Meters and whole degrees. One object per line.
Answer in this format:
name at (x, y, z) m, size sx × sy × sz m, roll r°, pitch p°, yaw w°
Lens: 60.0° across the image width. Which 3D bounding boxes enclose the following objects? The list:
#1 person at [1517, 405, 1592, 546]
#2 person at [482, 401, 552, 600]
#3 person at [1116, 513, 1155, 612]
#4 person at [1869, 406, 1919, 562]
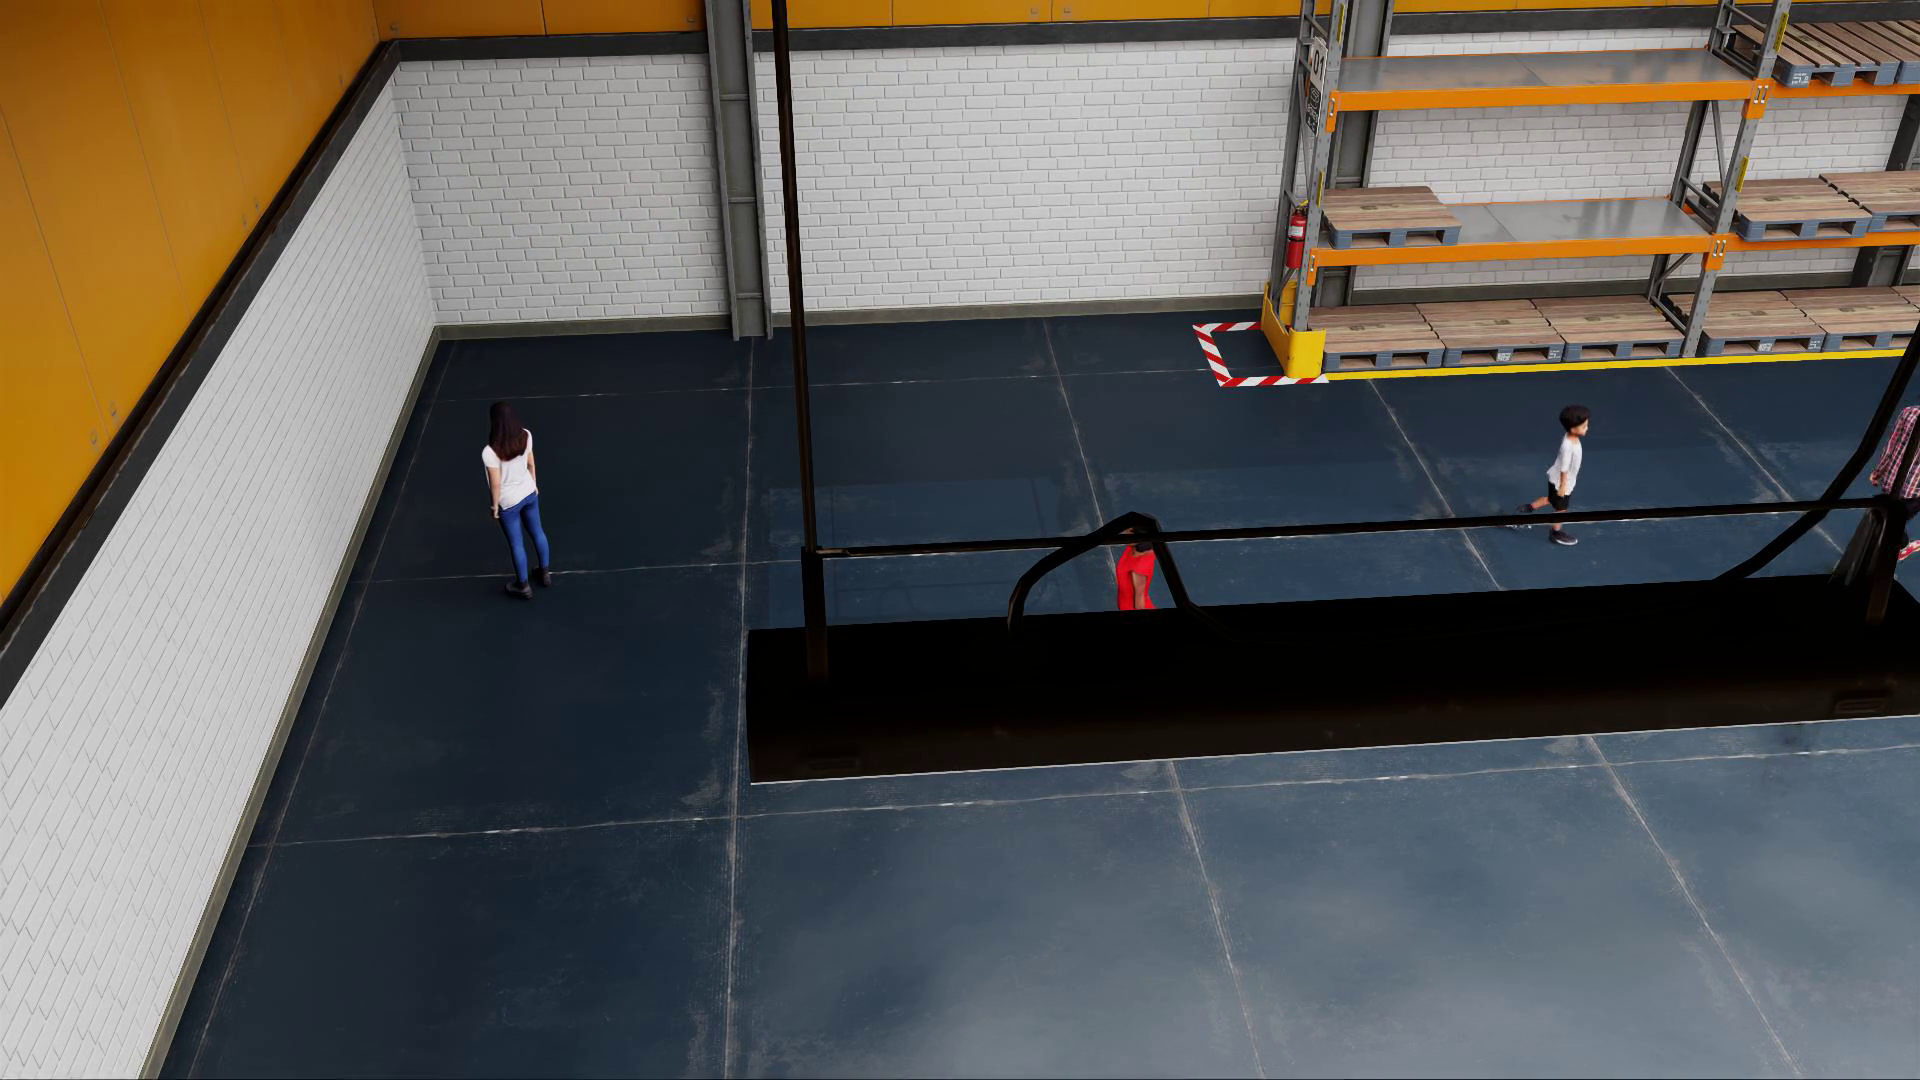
person at (4.846, -0.541, 13.521) m, size 0.818 × 1.249 × 0.679 m, roll 13°, pitch 36°, yaw 19°
person at (-3.401, -0.303, 12.769) m, size 0.722 × 1.685 × 0.674 m, roll 22°, pitch 40°, yaw 30°
person at (1.200, 0.567, 11.408) m, size 0.521 × 1.743 × 0.588 m, roll 0°, pitch 34°, yaw 0°
person at (7.291, -0.415, 12.902) m, size 1.229 × 1.724 × 0.910 m, roll -11°, pitch 35°, yaw -16°
